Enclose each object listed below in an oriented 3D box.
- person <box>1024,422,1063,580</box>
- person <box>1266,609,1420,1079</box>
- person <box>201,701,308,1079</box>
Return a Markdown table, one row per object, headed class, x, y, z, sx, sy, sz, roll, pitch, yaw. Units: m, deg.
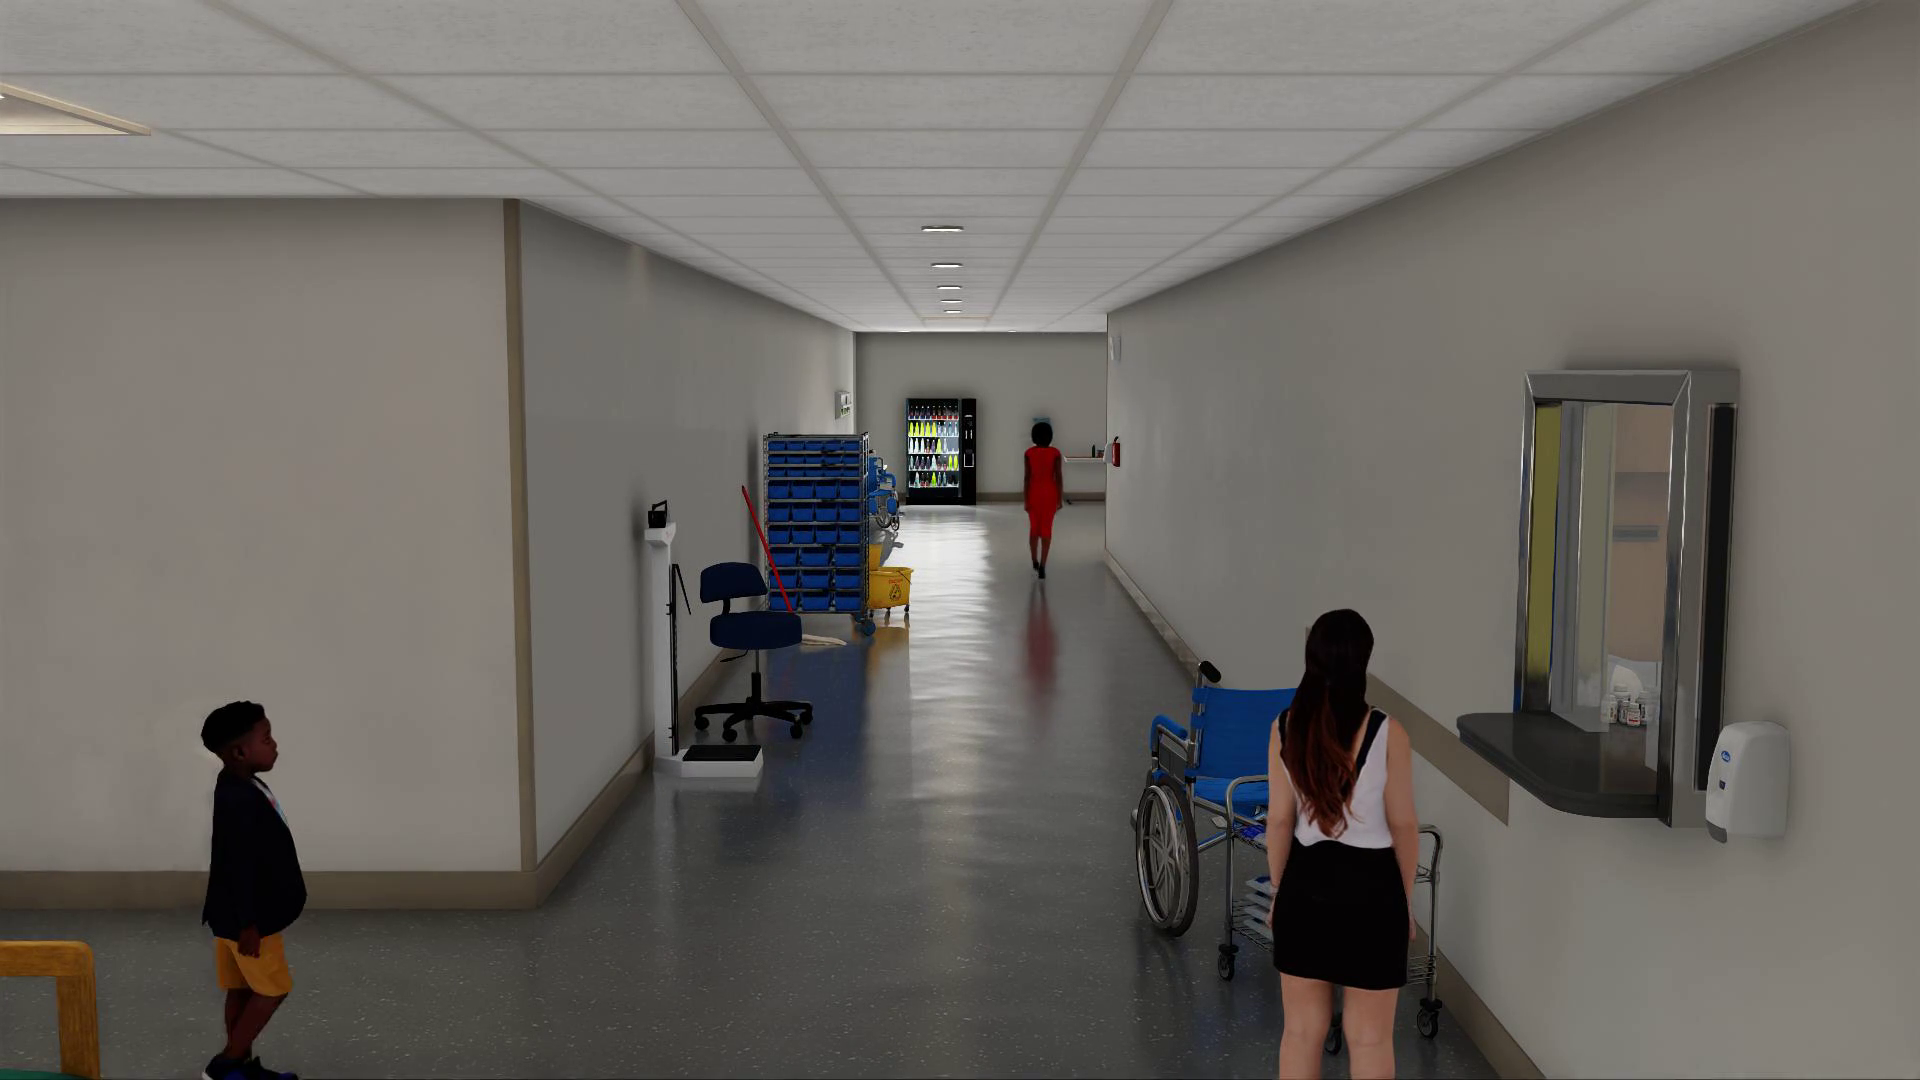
| class | x | y | z | sx | sy | sz | roll | pitch | yaw |
| --- | --- | --- | --- | --- | --- | --- | --- | --- | --- |
| person | 0.902 | -0.407 | 18.208 | 0.987 | 1.714 | 0.734 | 1 | 6 | 9 |
| person | 1.025 | 1.004 | 4.515 | 0.557 | 1.648 | 0.681 | 2 | 6 | 21 |
| person | -2.279 | 1.131 | 5.156 | 0.663 | 1.267 | 0.626 | -3 | 6 | -27 |
